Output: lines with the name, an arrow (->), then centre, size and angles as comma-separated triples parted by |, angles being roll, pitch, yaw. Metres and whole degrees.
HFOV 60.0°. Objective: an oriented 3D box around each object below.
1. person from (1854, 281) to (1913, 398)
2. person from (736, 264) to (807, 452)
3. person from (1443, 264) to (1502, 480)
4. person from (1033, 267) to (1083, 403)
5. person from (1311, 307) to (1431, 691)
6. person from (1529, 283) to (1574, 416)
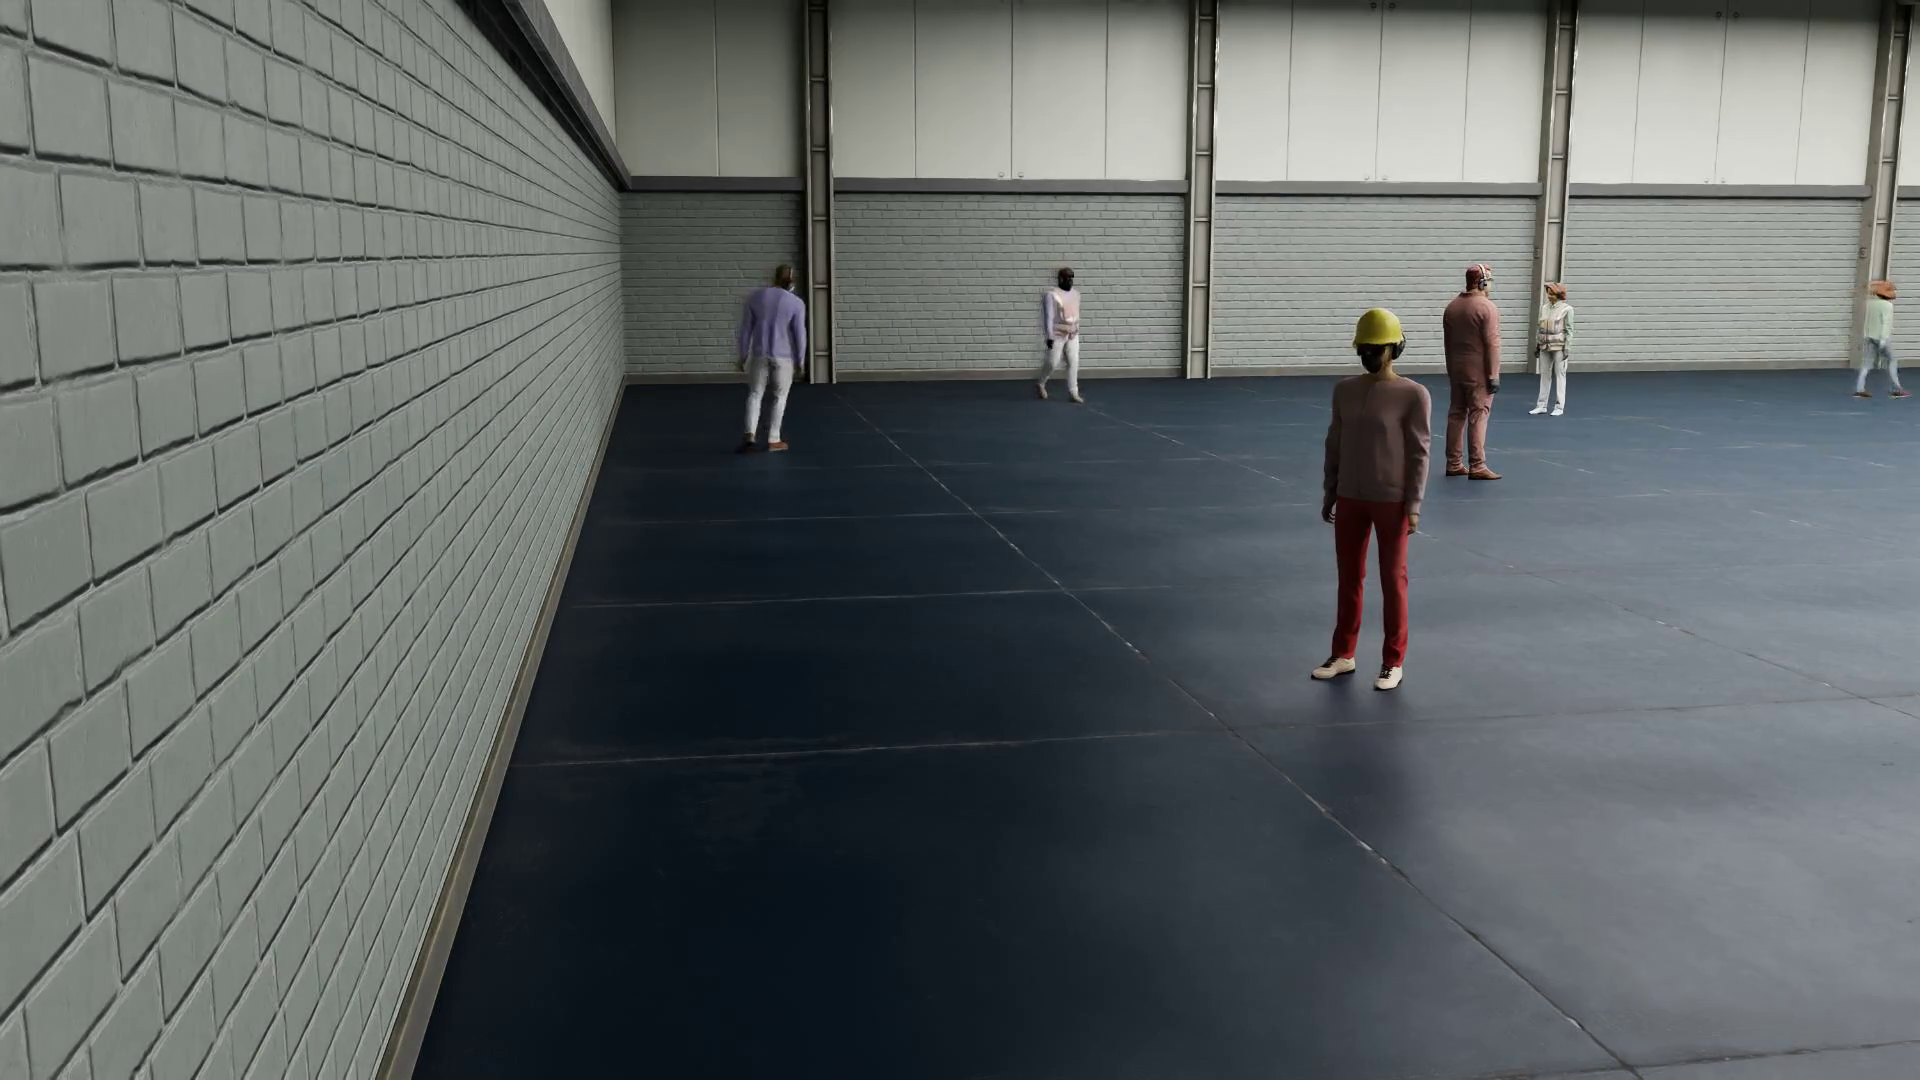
person -> 12.825, -2.759, 22.995 | 0.789, 1.600, 0.506 | 0, 10, 1
person -> -1.906, -1.816, 16.739 | 0.692, 1.894, 0.673 | 3, 10, 15
person -> 4.586, -1.491, 14.813 | 0.410, 1.909, 0.643 | -4, 11, -24
person -> 1.326, -2.756, 22.391 | 0.631, 1.817, 0.818 | -7, 12, -35
person -> 1.911, -0.189, 7.724 | 0.522, 1.768, 0.313 | 9, 13, 42
person -> 7.319, -2.349, 20.524 | 0.311, 1.639, 0.514 | -6, 12, -31
